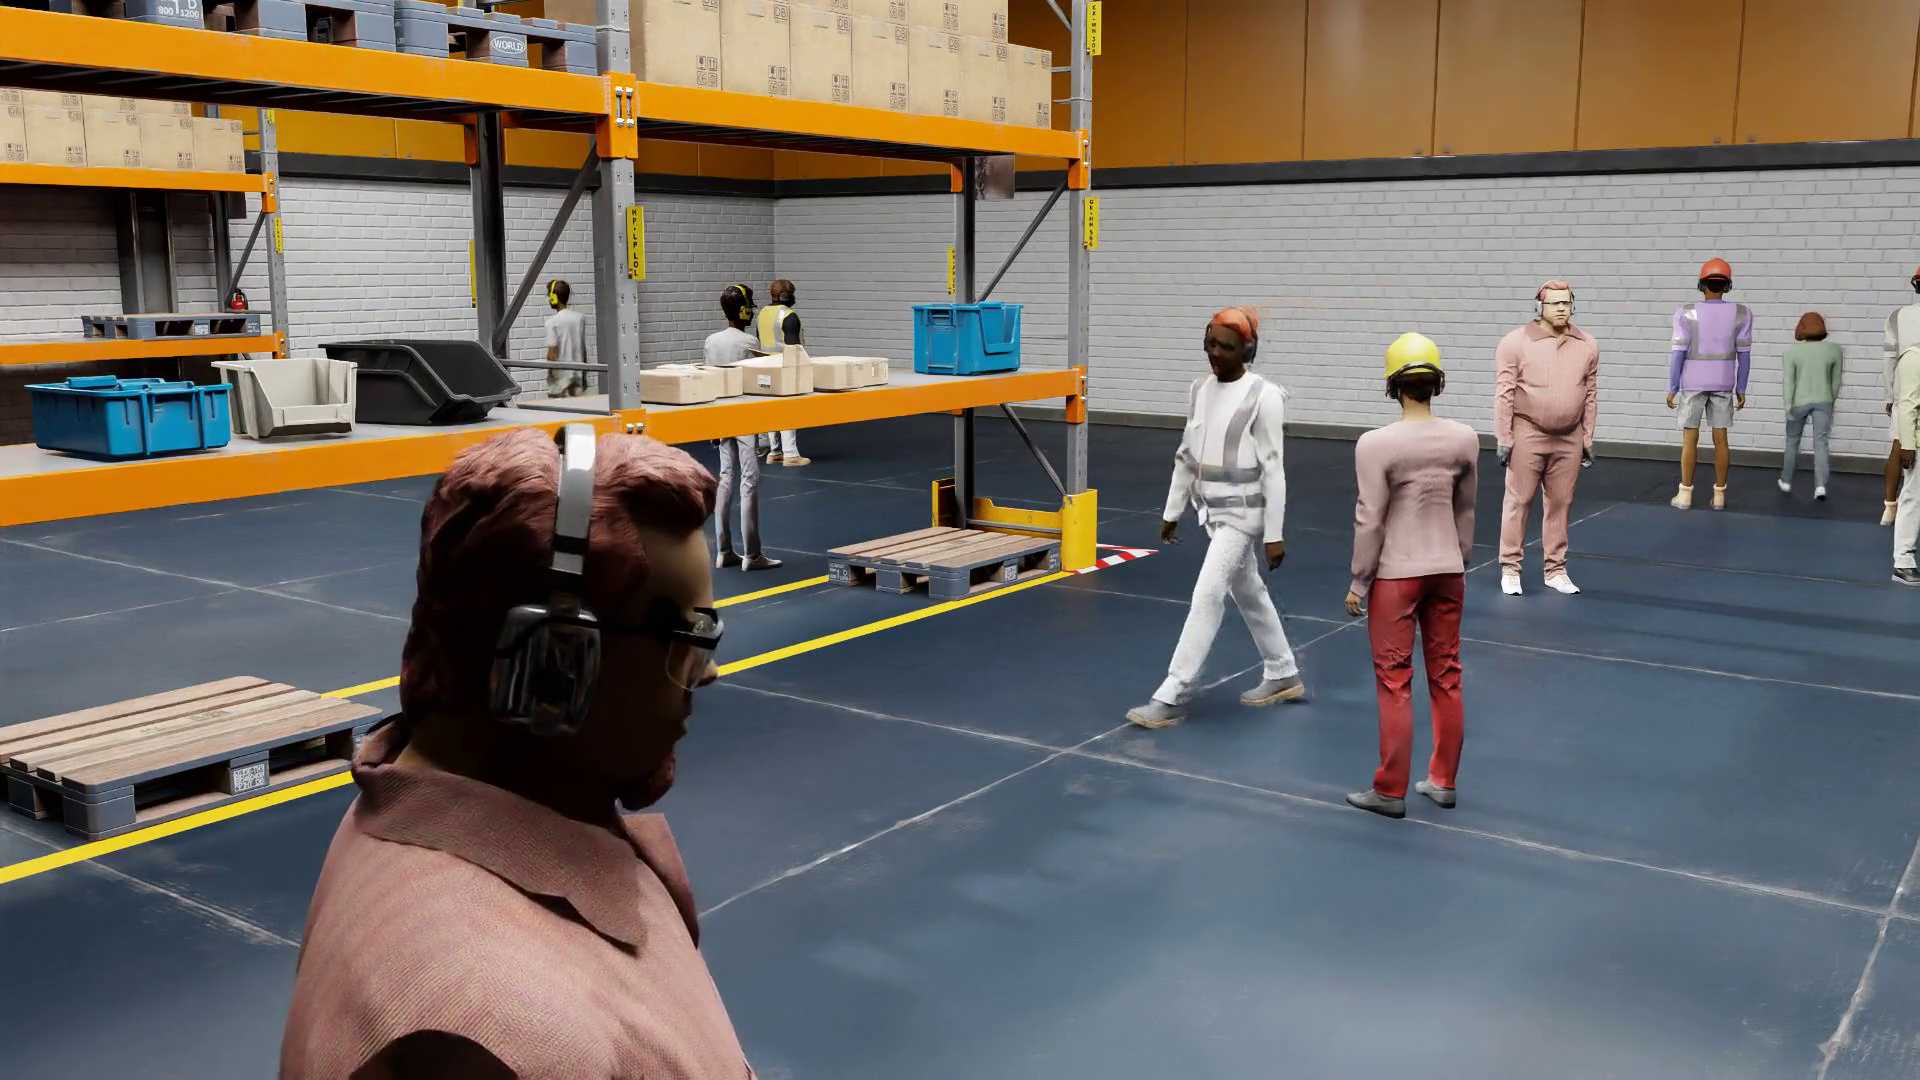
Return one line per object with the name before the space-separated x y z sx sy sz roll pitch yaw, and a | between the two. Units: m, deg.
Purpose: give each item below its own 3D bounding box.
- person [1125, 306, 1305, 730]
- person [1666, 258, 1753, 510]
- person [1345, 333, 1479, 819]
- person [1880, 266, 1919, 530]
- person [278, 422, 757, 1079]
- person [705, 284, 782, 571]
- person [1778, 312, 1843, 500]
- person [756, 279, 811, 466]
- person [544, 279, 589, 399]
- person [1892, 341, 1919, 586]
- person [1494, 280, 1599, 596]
person | 1.182 -0.100 7.272 0.989 1.835 0.639 -4 10 -23
person | 6.084 -1.263 13.550 0.615 2.042 0.376 2 10 10
person | 1.638 0.133 6.074 0.526 1.765 0.329 -4 10 -21
person | 7.272 -1.097 12.563 0.371 2.044 0.608 -5 11 -27
person | -0.305 0.853 1.375 0.409 1.903 0.638 -3 10 -18
person | -1.441 -0.733 10.911 0.514 1.873 0.329 7 12 35
person | 7.286 -1.153 14.257 0.496 1.584 0.903 3 10 17
person | -1.747 -1.653 16.481 0.429 1.842 0.625 -8 12 -40
person | -3.716 -1.552 15.847 0.726 1.849 0.555 7 12 38
person | 6.120 -0.628 10.395 0.600 1.832 0.404 -4 10 -21
person | 3.562 -0.613 10.091 0.643 1.909 0.410 -1 10 -6
